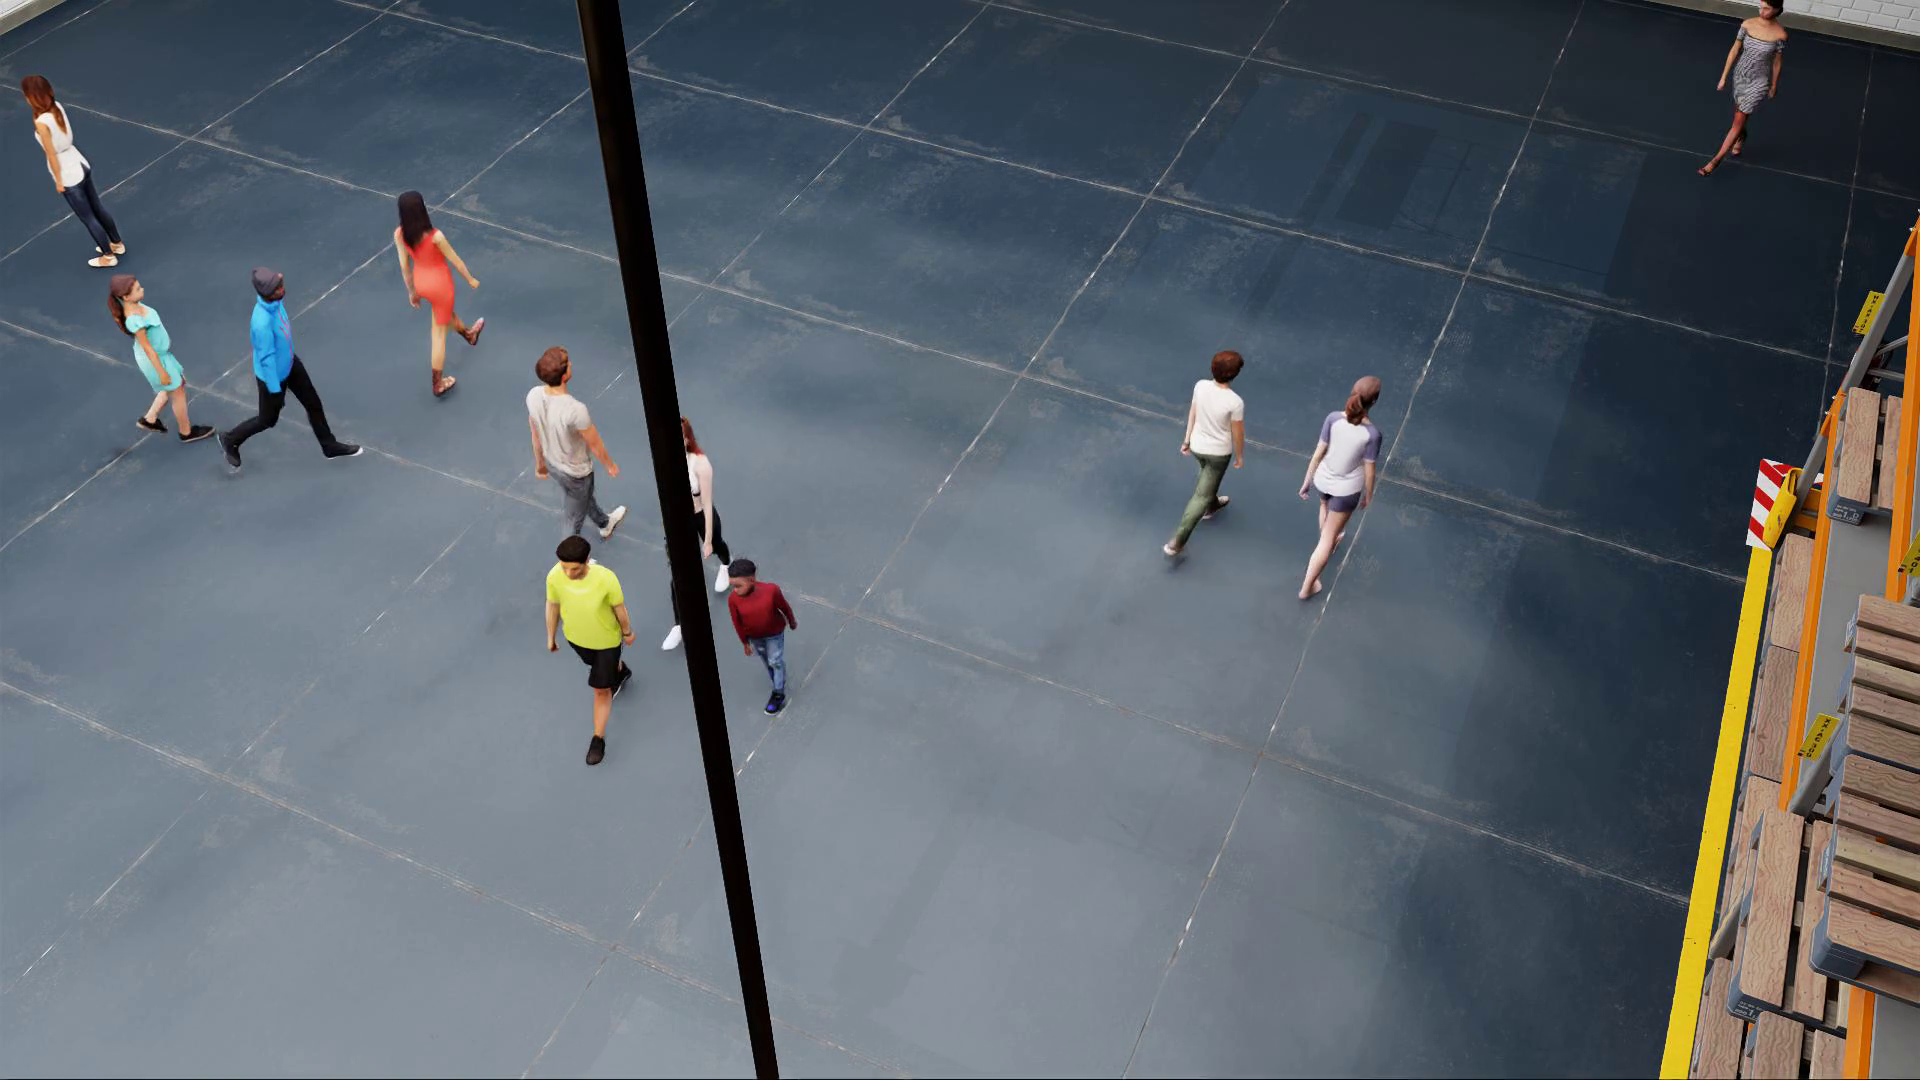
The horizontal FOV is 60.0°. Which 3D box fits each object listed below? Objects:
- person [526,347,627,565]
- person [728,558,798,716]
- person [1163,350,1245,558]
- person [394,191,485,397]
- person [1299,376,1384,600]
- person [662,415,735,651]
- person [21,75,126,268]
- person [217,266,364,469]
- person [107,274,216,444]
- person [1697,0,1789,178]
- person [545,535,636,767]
[{"bbox_3d":[-2.731,-0.448,11.373,0.781,1.862,1.072,28,50,26],"label":"person"},{"bbox_3d":[-1.258,0.527,10.811,0.695,1.227,0.812,-5,44,-5],"label":"person"},{"bbox_3d":[1.717,-0.577,11.686,0.818,1.618,1.182,31,52,28],"label":"person"},{"bbox_3d":[-4.147,-1.888,13.033,0.716,1.658,1.178,13,45,13],"label":"person"},{"bbox_3d":[2.517,-0.318,11.335,0.737,1.728,1.030,30,51,28],"label":"person"},{"bbox_3d":[-1.741,-0.166,11.201,0.667,1.692,1.192,15,46,15],"label":"person"},{"bbox_3d":[-7.603,-3.157,14.275,0.716,1.784,0.609,-3,44,-3],"label":"person"},{"bbox_3d":[-5.140,-1.223,12.272,1.097,1.746,1.263,-1,44,-1],"label":"person"},{"bbox_3d":[-6.135,-1.344,12.543,0.849,1.547,0.762,-21,47,-21],"label":"person"},{"bbox_3d":[7.396,-4.267,15.451,0.919,1.769,1.188,33,53,30],"label":"person"},{"bbox_3d":[-2.292,0.528,10.502,0.822,1.653,1.176,10,45,11],"label":"person"}]
